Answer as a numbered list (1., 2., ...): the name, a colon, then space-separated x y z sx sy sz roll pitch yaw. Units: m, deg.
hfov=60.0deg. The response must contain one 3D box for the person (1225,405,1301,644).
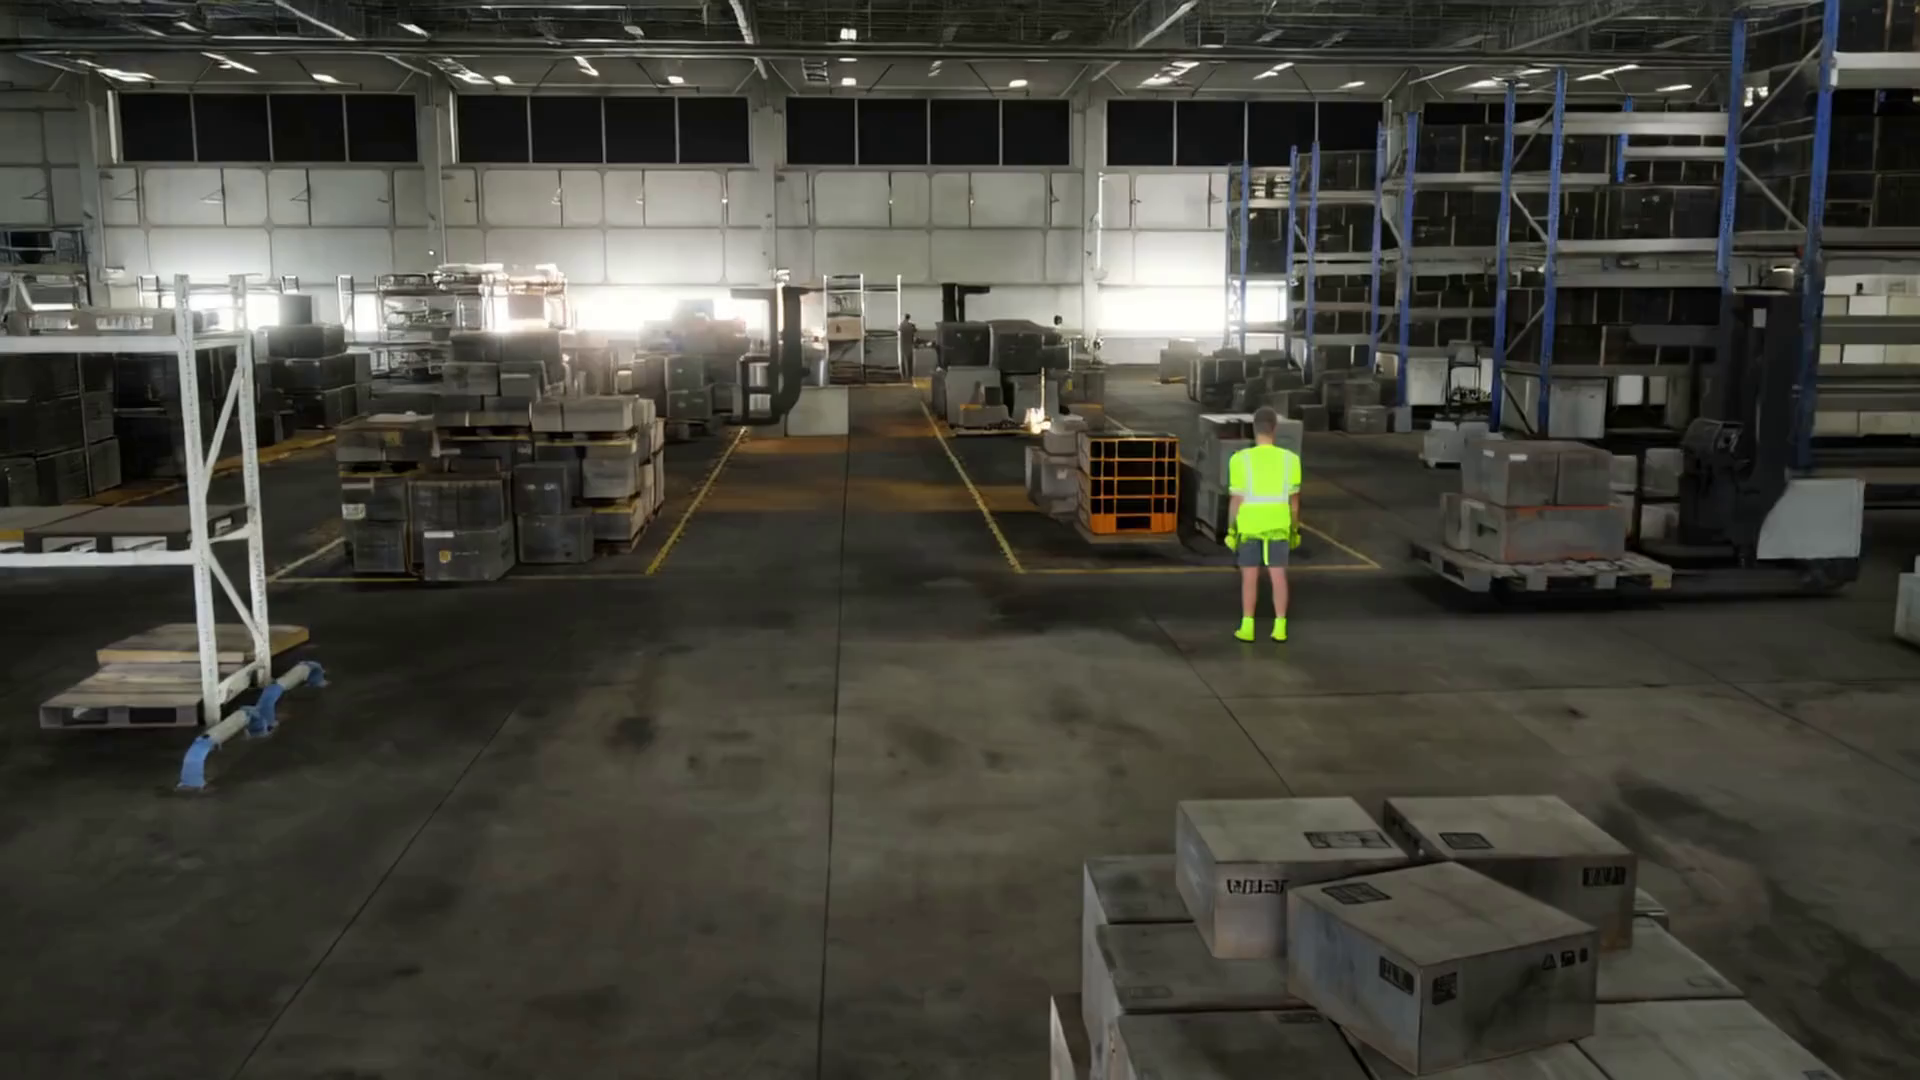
1. person: 2.484 -0.121 13.657 0.613 1.961 0.368 -1 9 -4

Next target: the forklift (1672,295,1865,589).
1. forklift: 7.721 -0.990 16.244 1.873 2.768 1.129 -1 9 -4

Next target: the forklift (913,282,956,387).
1. forklift: -0.311 -5.566 44.978 1.873 2.768 1.129 -1 9 -4

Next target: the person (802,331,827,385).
1. person: -2.769 -2.840 30.637 0.622 1.992 0.396 -1 9 -4

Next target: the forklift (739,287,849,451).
1. forklift: -2.857 -2.959 28.607 1.873 2.768 1.129 -1 9 -4

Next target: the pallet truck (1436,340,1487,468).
1. pallet truck: 8.004 -2.170 26.422 0.823 1.965 1.885 2 9 14

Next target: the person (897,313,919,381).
1. person: -1.488 -5.478 47.377 0.635 1.937 0.352 -1 9 -4
